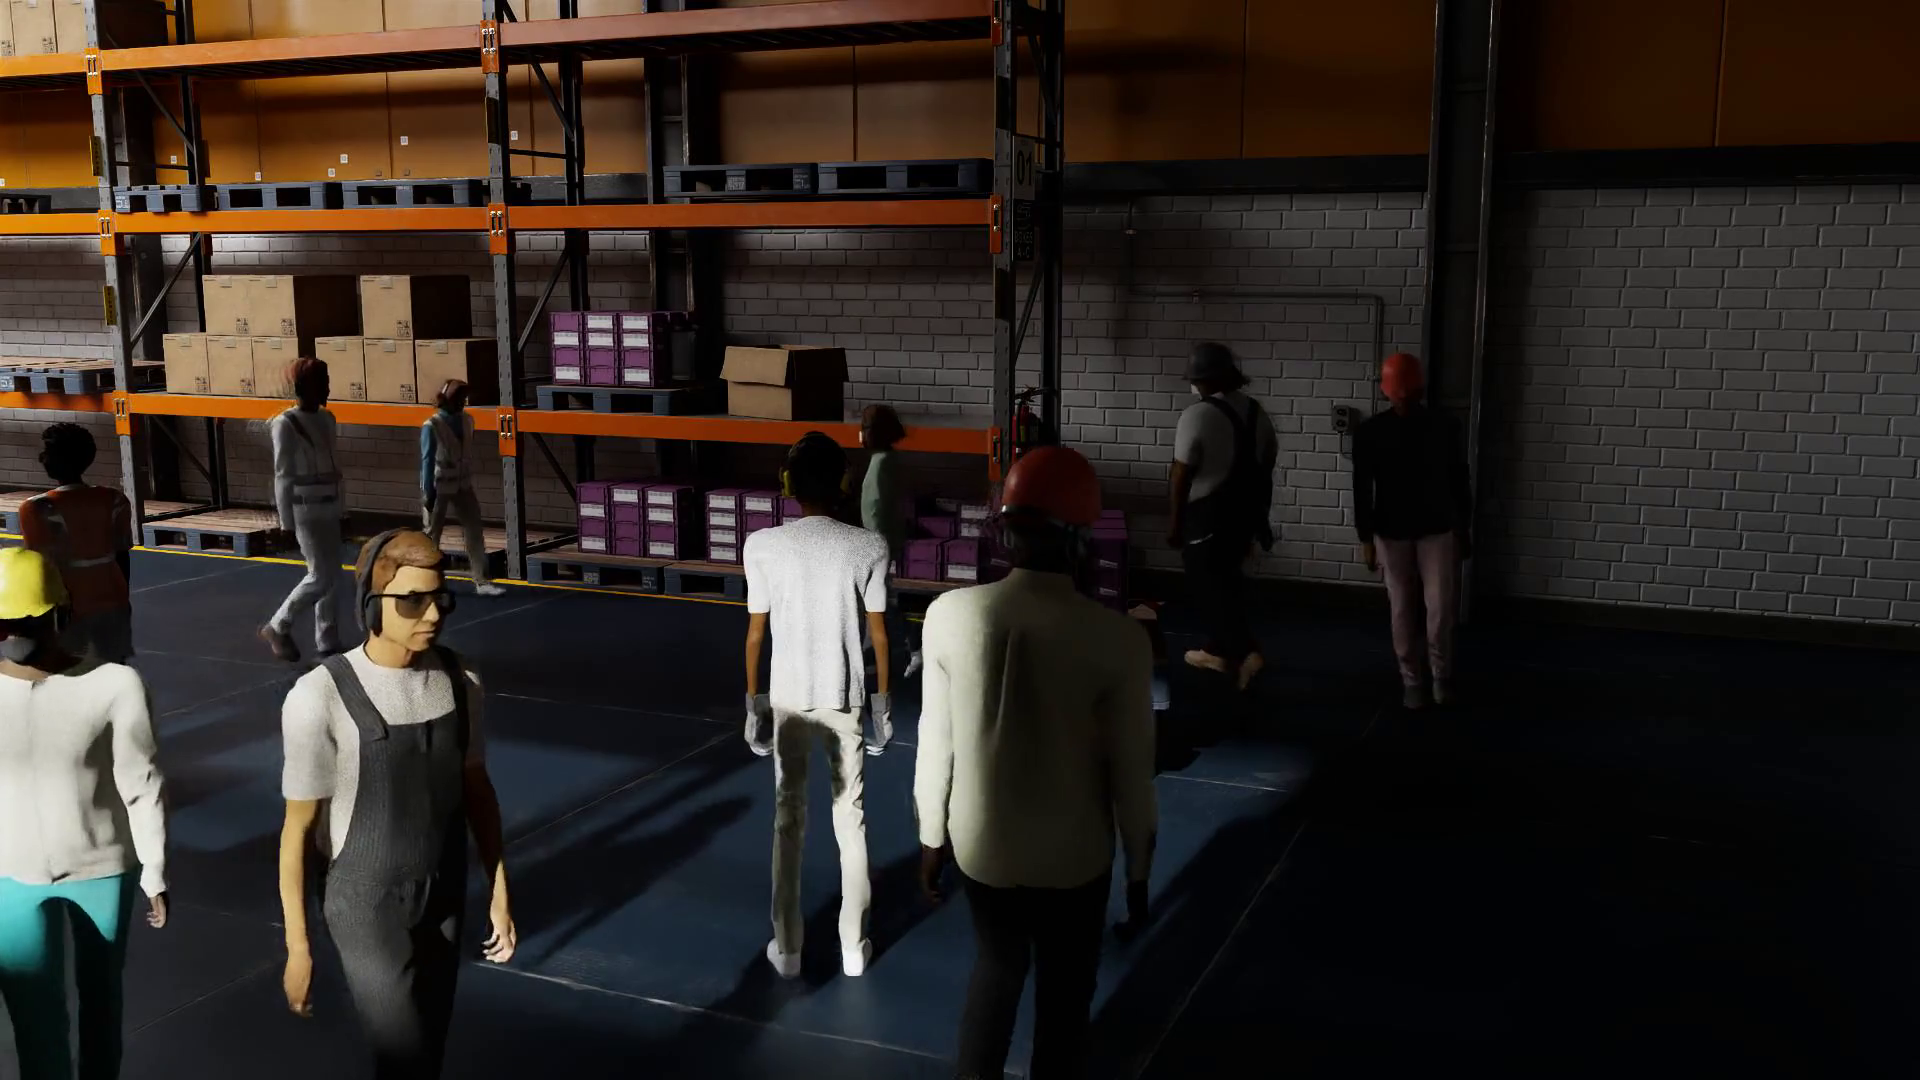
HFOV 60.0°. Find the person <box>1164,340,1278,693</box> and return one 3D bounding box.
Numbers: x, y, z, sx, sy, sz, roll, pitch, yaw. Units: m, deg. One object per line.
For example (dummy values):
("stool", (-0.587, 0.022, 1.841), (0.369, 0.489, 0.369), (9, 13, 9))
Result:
("person", (1.520, -0.166, 9.468), (0.691, 2.000, 0.868), (-8, 12, -39))

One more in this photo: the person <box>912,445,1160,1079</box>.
("person", (0.195, 0.754, 4.111), (0.643, 1.981, 0.465), (4, 10, 24))

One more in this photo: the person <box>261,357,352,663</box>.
("person", (-3.873, -0.153, 9.918), (0.461, 1.871, 0.577), (1, 10, 9))

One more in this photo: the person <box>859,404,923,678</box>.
("person", (-0.447, 0.021, 9.600), (0.561, 1.623, 0.519), (1, 10, 5))

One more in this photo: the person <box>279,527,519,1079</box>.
("person", (-1.240, 0.883, 3.820), (0.636, 1.823, 0.556), (6, 11, 33))

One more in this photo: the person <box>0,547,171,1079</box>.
("person", (-2.307, 0.863, 4.246), (0.540, 1.707, 0.912), (-4, 10, -23))

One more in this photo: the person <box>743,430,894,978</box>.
("person", (-0.478, 0.564, 5.652), (0.510, 1.862, 0.323), (-1, 10, -7))

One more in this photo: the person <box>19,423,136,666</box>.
("person", (-4.039, 0.308, 7.646), (0.316, 1.700, 0.540), (5, 11, 27))

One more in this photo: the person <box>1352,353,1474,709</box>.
("person", (2.432, -0.030, 8.947), (0.662, 1.943, 0.536), (2, 10, 12))

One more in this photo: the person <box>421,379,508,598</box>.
("person", (-3.616, -0.351, 11.895), (0.737, 1.594, 0.531), (5, 11, 28))
